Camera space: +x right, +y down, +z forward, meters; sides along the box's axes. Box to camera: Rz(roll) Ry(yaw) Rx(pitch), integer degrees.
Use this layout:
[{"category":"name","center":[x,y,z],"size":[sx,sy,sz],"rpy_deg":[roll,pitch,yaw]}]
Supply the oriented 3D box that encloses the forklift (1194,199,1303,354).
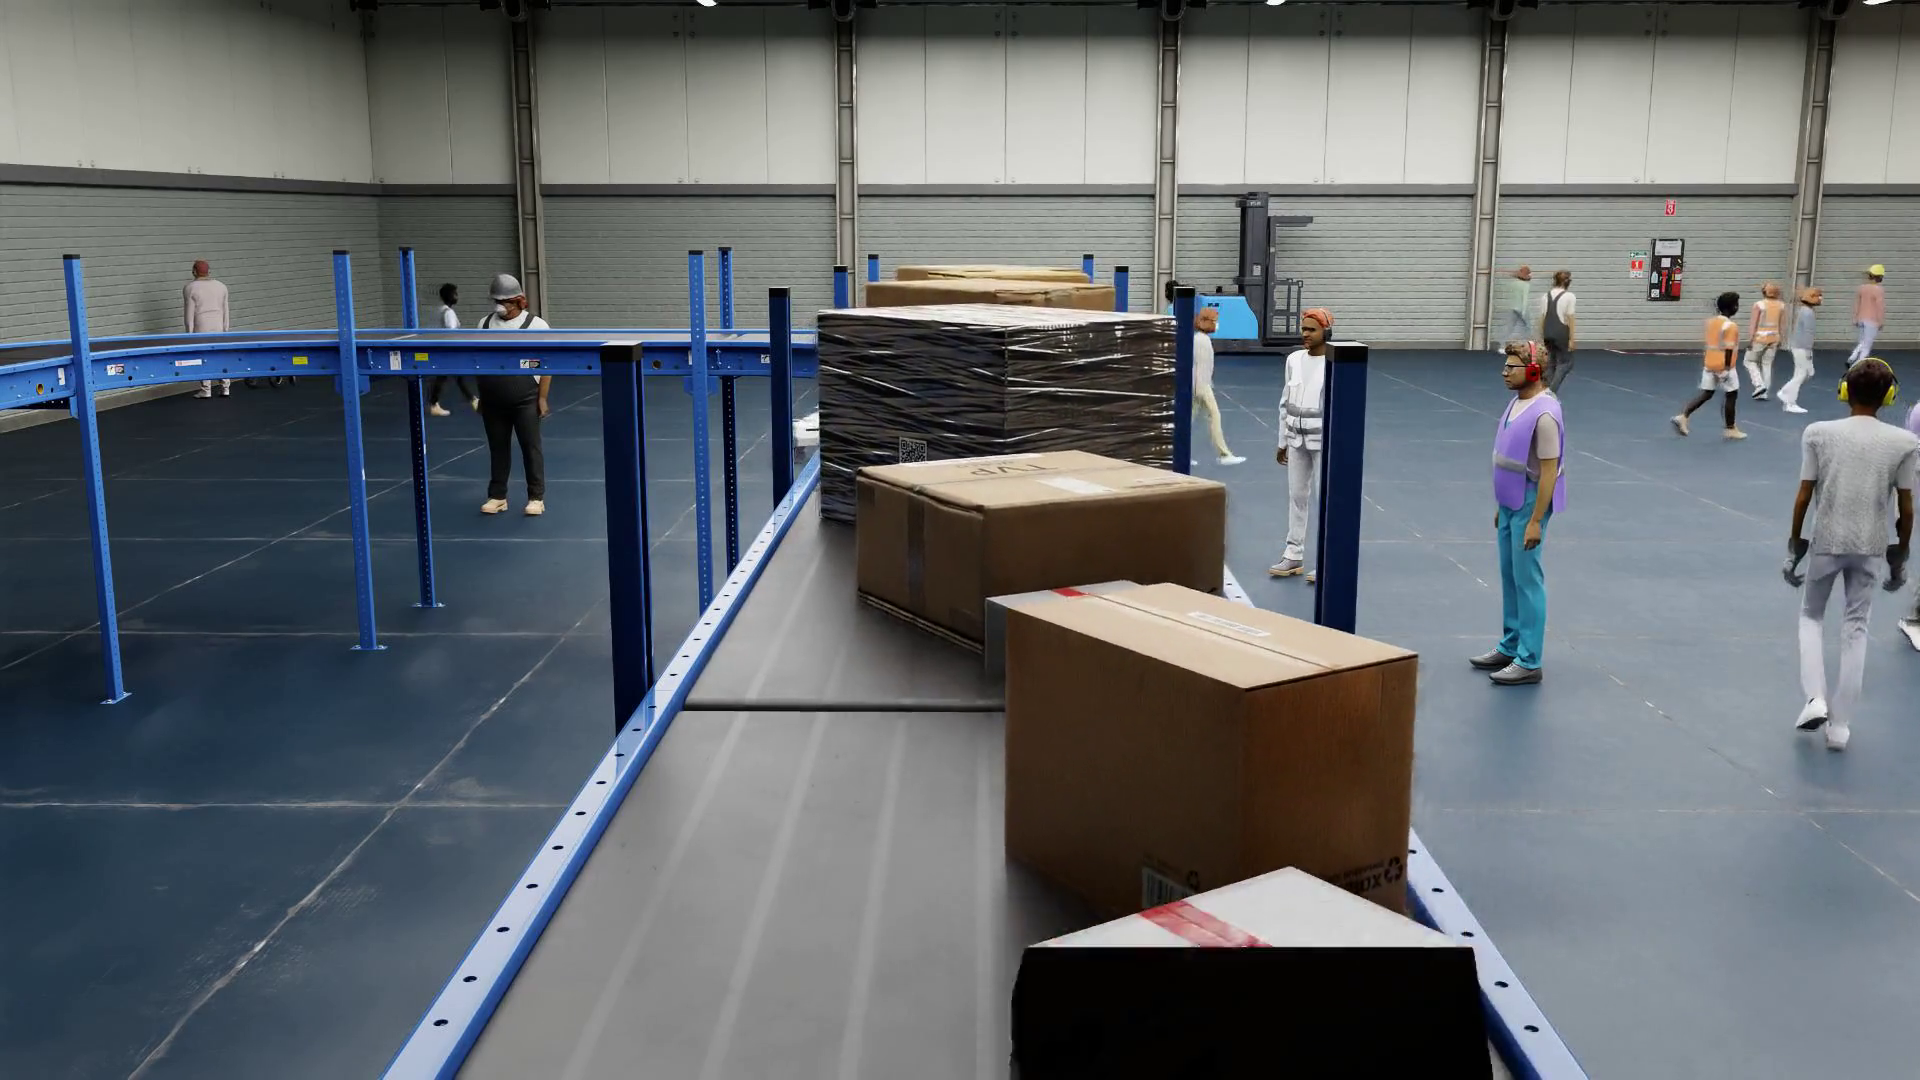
[{"category":"forklift","center":[5.313,-4.851,30.603],"size":[1.873,2.768,1.129],"rpy_deg":[0,11,1]}]

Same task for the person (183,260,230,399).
[{"category":"person","center":[-10.473,-2.925,23.103],"size":[0.407,1.910,0.639],"rpy_deg":[8,14,36]}]

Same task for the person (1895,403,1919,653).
[{"category":"person","center":[5.581,-0.212,9.288],"size":[0.585,1.874,1.014],"rpy_deg":[0,11,-2]}]

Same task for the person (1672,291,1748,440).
[{"category":"person","center":[8.537,-1.969,18.782],"size":[0.761,1.673,0.531],"rpy_deg":[-1,11,-6]}]

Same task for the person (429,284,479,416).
[{"category":"person","center":[-6.391,-2.415,21.114],"size":[0.850,1.653,0.552],"rpy_deg":[-5,12,-23]}]

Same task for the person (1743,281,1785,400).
[{"category":"person","center":[11.018,-2.726,22.810],"size":[0.536,1.620,0.382],"rpy_deg":[-2,11,-12]}]

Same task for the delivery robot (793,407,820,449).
[{"category":"delivery robot","center":[-1.452,-1.144,17.301],"size":[0.707,0.478,0.477],"rpy_deg":[-4,12,-22]}]

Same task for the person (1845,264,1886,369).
[{"category":"person","center":[14.373,-3.463,26.264],"size":[0.367,1.758,0.524],"rpy_deg":[-1,11,-5]}]

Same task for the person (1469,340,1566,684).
[{"category":"person","center":[3.064,-0.156,9.029],"size":[0.380,1.845,0.570],"rpy_deg":[0,11,-1]}]

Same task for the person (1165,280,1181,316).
[{"category":"person","center":[2.916,-2.696,22.583],"size":[0.888,1.649,0.545],"rpy_deg":[5,12,26]}]

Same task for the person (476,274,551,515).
[{"category":"person","center":[-3.797,-1.207,14.037],"size":[0.672,2.000,0.536],"rpy_deg":[2,11,10]}]

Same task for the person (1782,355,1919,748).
[{"category":"person","center":[4.222,0.058,7.912],"size":[0.547,1.853,0.428],"rpy_deg":[5,12,23]}]

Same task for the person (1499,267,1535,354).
[{"category":"person","center":[10.294,-4.197,30.458],"size":[0.846,1.586,0.510],"rpy_deg":[-3,11,-14]}]

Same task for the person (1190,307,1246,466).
[{"category":"person","center":[2.521,-1.531,16.711],"size":[0.791,1.593,0.521],"rpy_deg":[0,11,0]}]

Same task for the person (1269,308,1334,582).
[{"category":"person","center":[2.437,-0.656,11.502],"size":[0.355,1.883,0.573],"rpy_deg":[-10,15,-42]}]

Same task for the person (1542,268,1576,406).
[{"category":"person","center":[7.879,-2.656,21.928],"size":[0.415,1.828,0.547],"rpy_deg":[-7,13,-34]}]

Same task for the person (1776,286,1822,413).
[{"category":"person","center":[10.862,-2.453,21.429],"size":[0.366,1.623,0.495],"rpy_deg":[5,12,26]}]
